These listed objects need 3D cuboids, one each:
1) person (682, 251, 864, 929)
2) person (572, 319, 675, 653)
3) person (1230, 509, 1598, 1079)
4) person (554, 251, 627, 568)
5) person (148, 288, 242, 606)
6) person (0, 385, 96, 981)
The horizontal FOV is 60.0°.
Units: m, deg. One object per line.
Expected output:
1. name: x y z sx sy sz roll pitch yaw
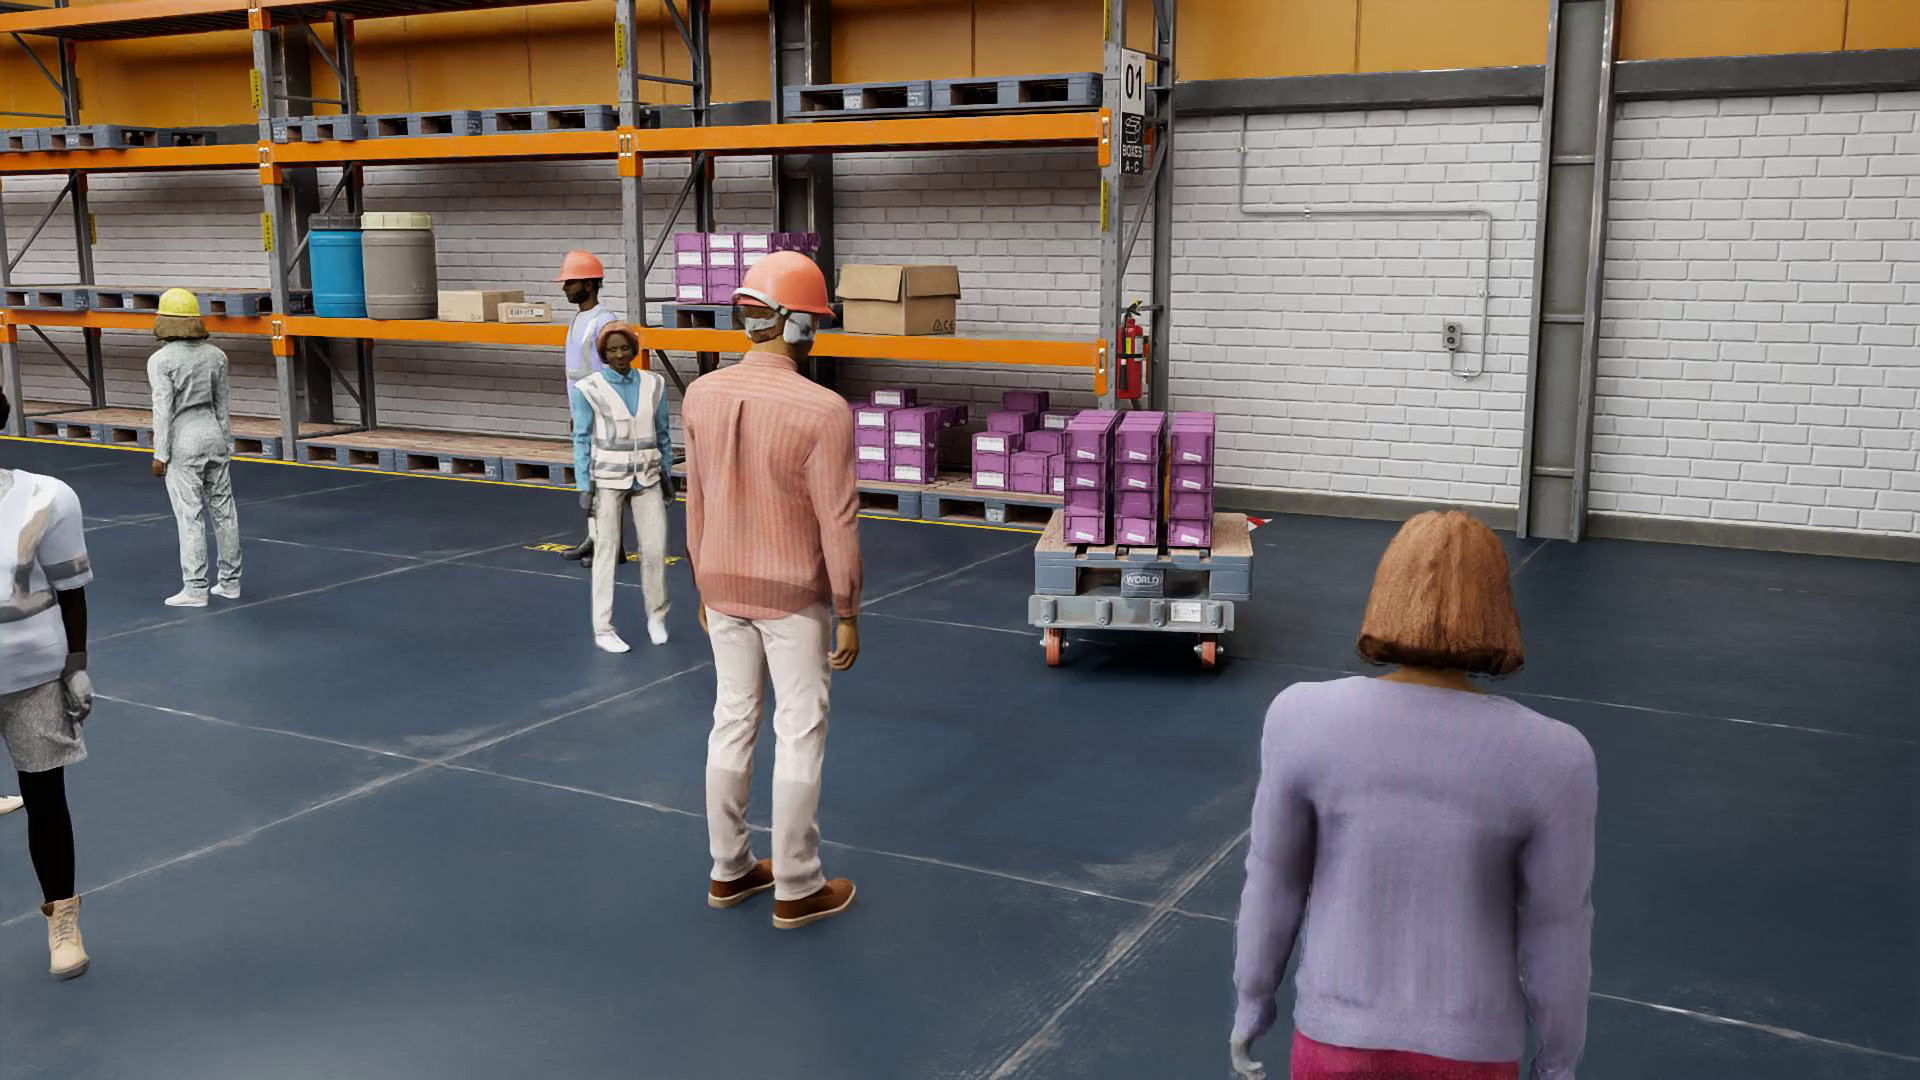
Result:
1. person: -0.534 0.155 4.898 0.626 1.981 0.407 7 12 32
2. person: -1.651 -0.265 8.160 0.527 1.628 0.319 -8 13 -37
3. person: 0.669 0.768 2.529 0.544 1.613 0.450 3 11 18
4. person: -2.283 -0.799 10.234 0.360 1.936 0.552 -7 13 -34
5. person: -4.234 -0.505 9.157 0.295 1.744 0.484 5 11 25
6. person: -2.608 0.374 4.468 0.536 1.694 0.322 -4 11 -23
